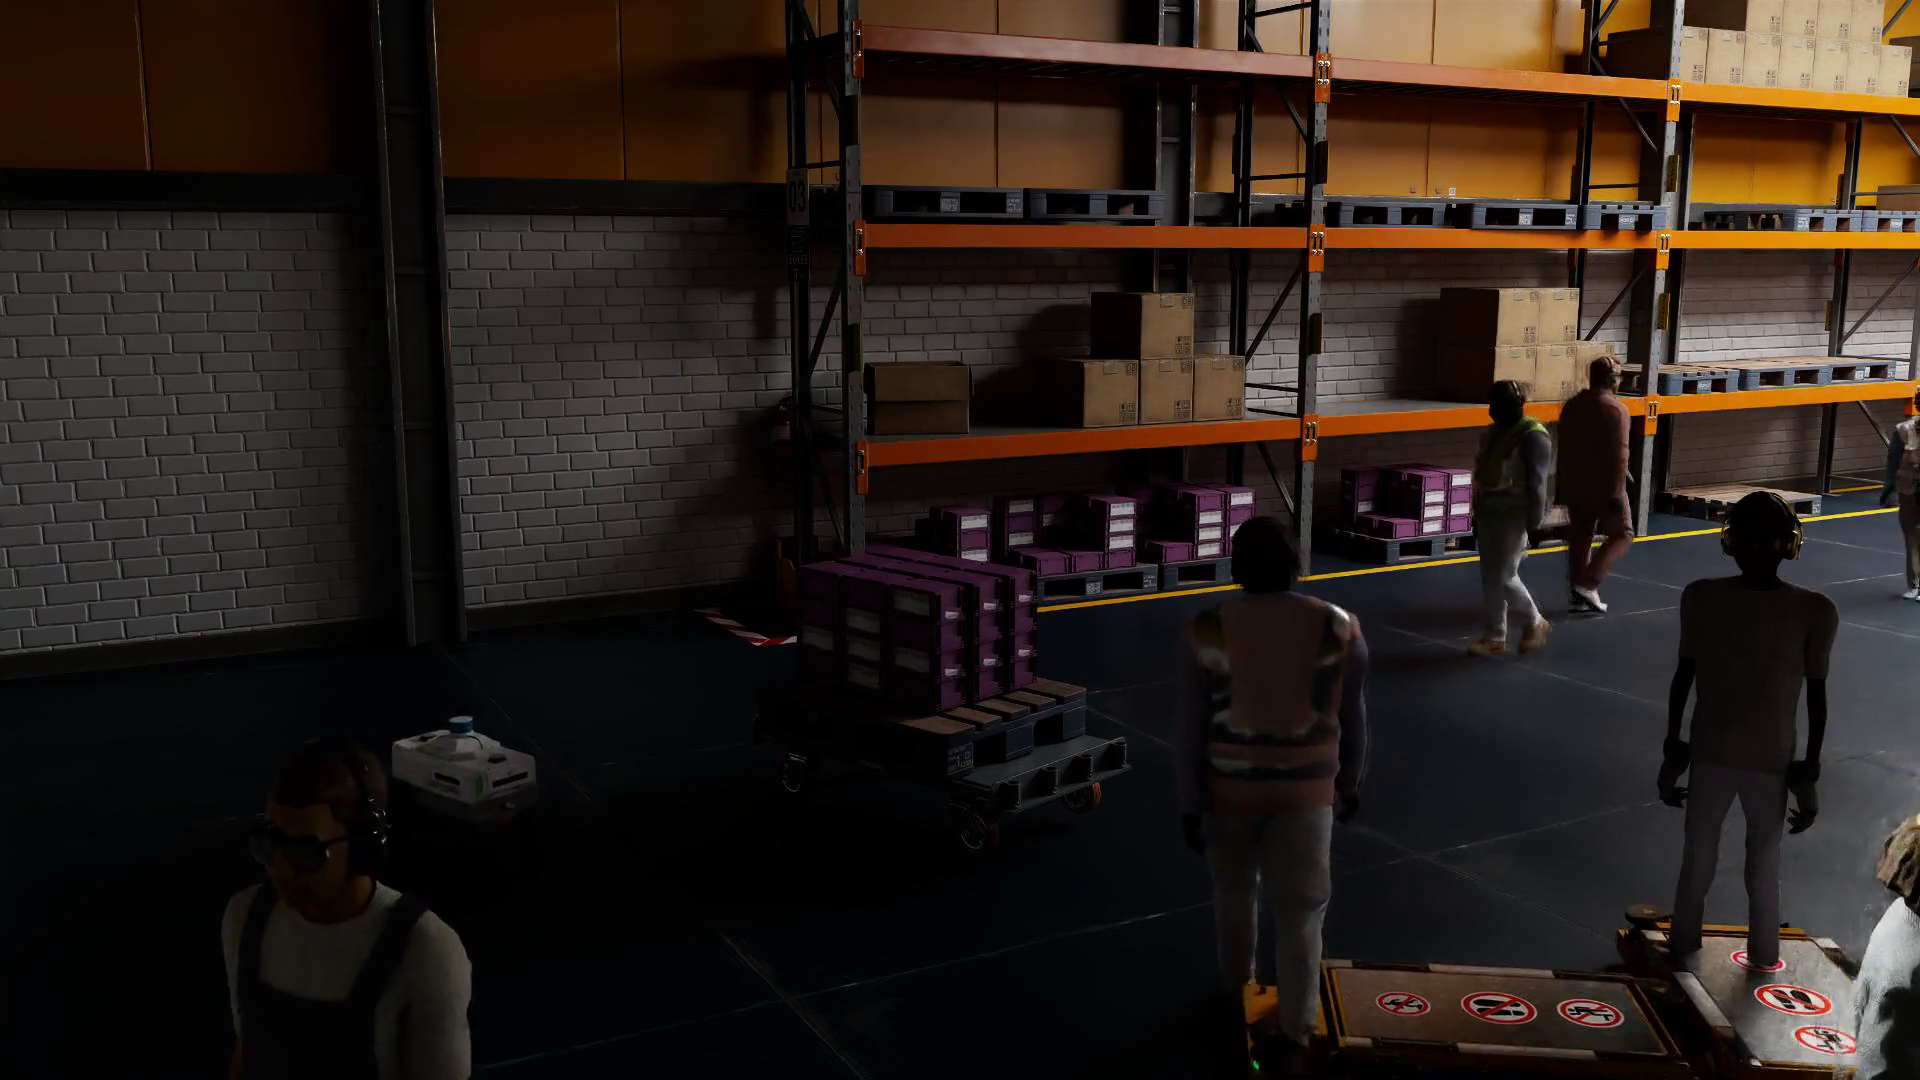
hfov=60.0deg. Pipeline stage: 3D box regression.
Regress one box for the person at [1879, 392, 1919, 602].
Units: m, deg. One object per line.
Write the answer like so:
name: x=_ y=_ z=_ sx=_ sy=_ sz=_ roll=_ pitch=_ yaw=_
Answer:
person: x=7.241 y=-0.334 z=12.556 sx=0.502 sy=1.619 sz=0.531 roll=-8 pitch=13 yaw=-38

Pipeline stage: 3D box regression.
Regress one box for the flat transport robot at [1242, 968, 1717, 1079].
flat transport robot: x=1.646 y=1.594 z=5.355 sx=1.431 sy=0.197 sz=0.652 roll=1 pitch=10 yaw=7

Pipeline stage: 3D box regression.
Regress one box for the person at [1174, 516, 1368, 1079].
person: x=1.008 y=0.819 z=5.422 sx=0.625 sy=1.807 sz=0.937 roll=1 pitch=10 yaw=7

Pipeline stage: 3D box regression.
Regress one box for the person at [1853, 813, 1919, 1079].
person: x=1.817 y=1.247 z=3.173 sx=0.405 sy=1.718 sz=0.500 roll=7 pitch=12 yaw=34

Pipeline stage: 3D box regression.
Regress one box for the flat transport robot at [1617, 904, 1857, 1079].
flat transport robot: x=2.706 y=1.570 z=5.494 sx=0.652 sy=0.197 sz=1.431 roll=1 pitch=10 yaw=6

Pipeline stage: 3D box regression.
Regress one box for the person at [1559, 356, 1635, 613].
person: x=4.642 y=-0.388 z=12.094 sx=0.432 sy=1.892 sz=0.676 roll=-4 pitch=11 yaw=-21

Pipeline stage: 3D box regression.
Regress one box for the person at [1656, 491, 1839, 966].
person: x=2.609 y=0.758 z=5.571 sx=0.510 sy=1.872 sz=0.328 roll=6 pitch=12 yaw=32

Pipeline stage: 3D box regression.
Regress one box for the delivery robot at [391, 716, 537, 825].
delivery robot: x=-2.232 y=1.037 z=7.477 sx=0.707 sy=0.478 sz=0.477 roll=8 pitch=13 yaw=38

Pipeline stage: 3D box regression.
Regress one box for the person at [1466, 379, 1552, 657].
person: x=3.542 y=-0.131 z=10.805 sx=0.438 sy=1.830 sz=0.655 roll=-3 pitch=10 yaw=-16

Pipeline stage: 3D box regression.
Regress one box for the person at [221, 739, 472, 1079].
person: x=-1.077 y=1.219 z=3.047 sx=0.528 sy=1.825 sz=0.590 roll=4 pitch=11 yaw=22
